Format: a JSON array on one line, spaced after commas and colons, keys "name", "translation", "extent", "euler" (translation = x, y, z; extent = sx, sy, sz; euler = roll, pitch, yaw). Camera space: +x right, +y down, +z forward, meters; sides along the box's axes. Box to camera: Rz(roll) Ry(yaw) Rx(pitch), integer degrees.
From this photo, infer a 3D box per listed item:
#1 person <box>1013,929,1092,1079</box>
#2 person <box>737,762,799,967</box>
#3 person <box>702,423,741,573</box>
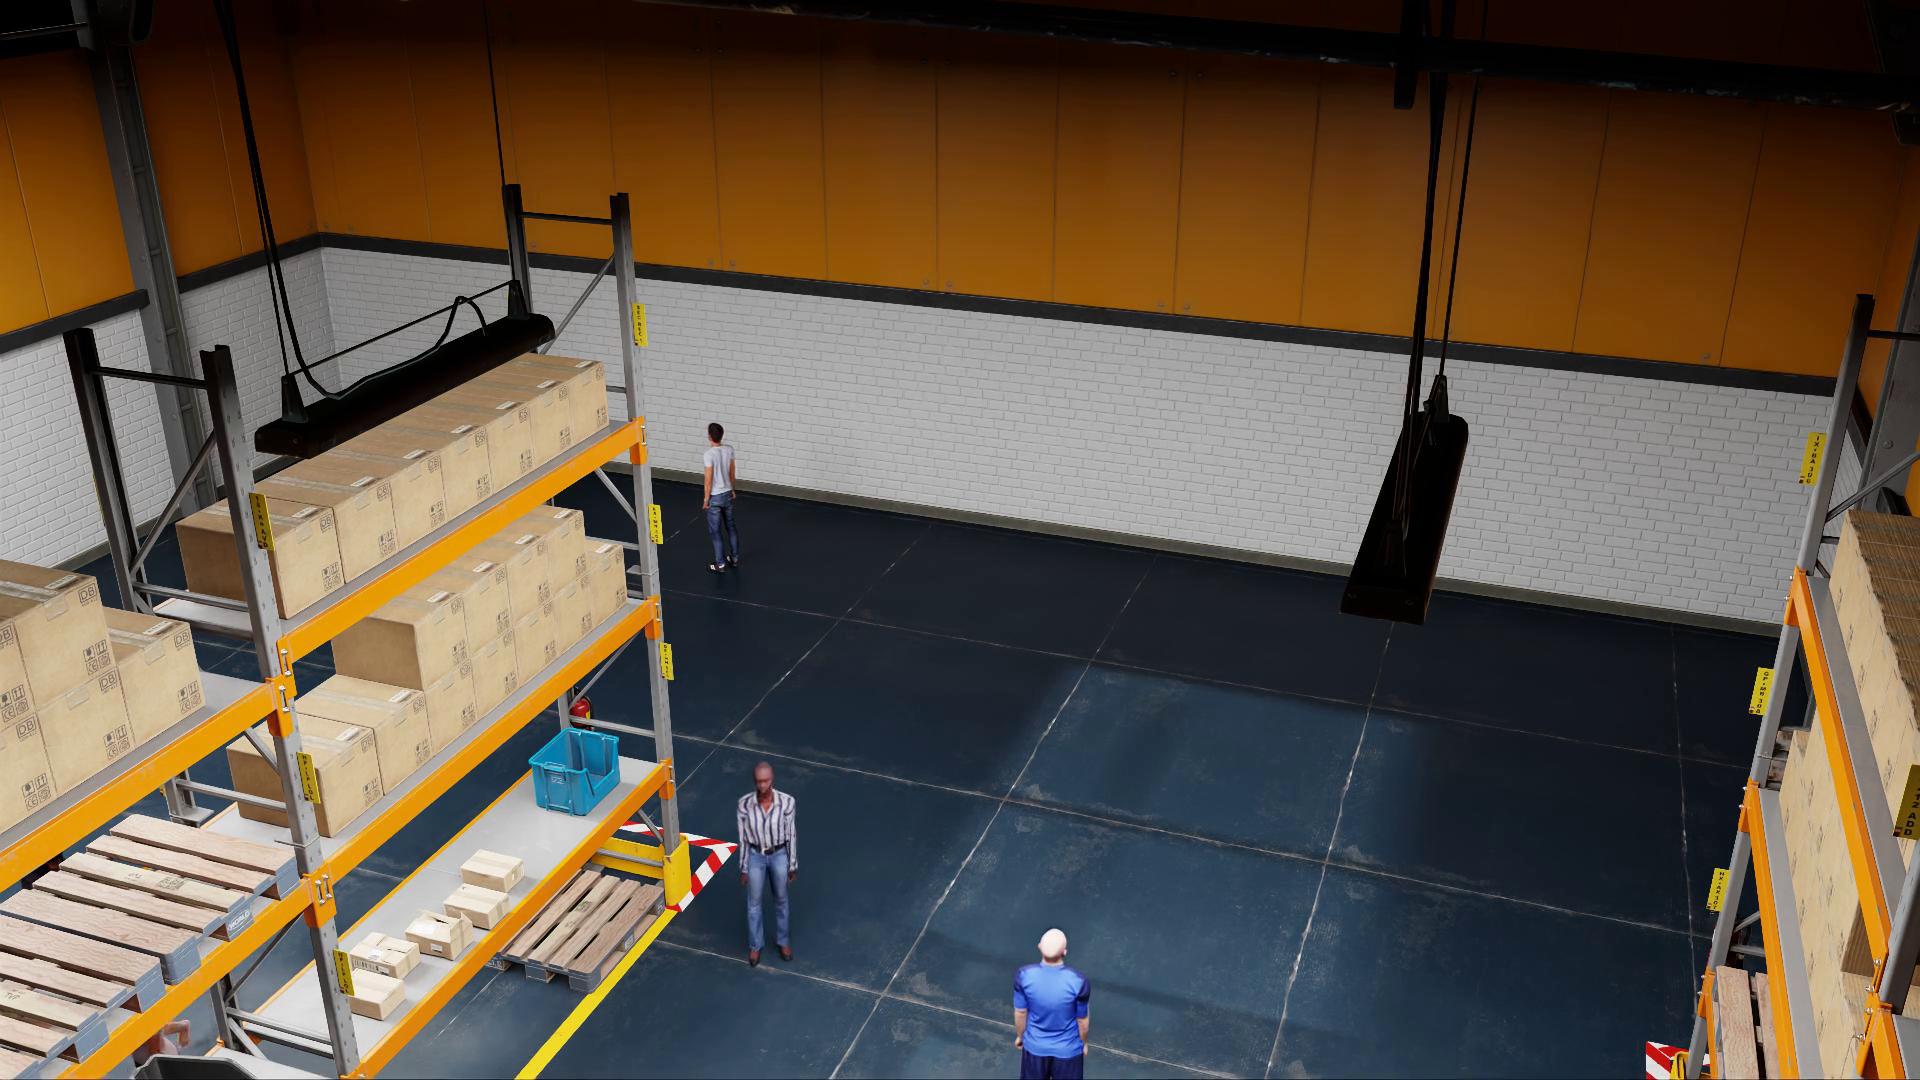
[{"name": "person", "translation": [0.619, 3.392, 11.186], "extent": [0.695, 1.842, 0.608], "euler": [5, 24, 11]}, {"name": "person", "translation": [-1.527, 2.550, 13.170], "extent": [0.698, 1.796, 0.697], "euler": [-4, 24, -9]}, {"name": "person", "translation": [-2.907, -0.531, 20.132], "extent": [0.769, 1.866, 0.611], "euler": [20, 31, 38]}]
